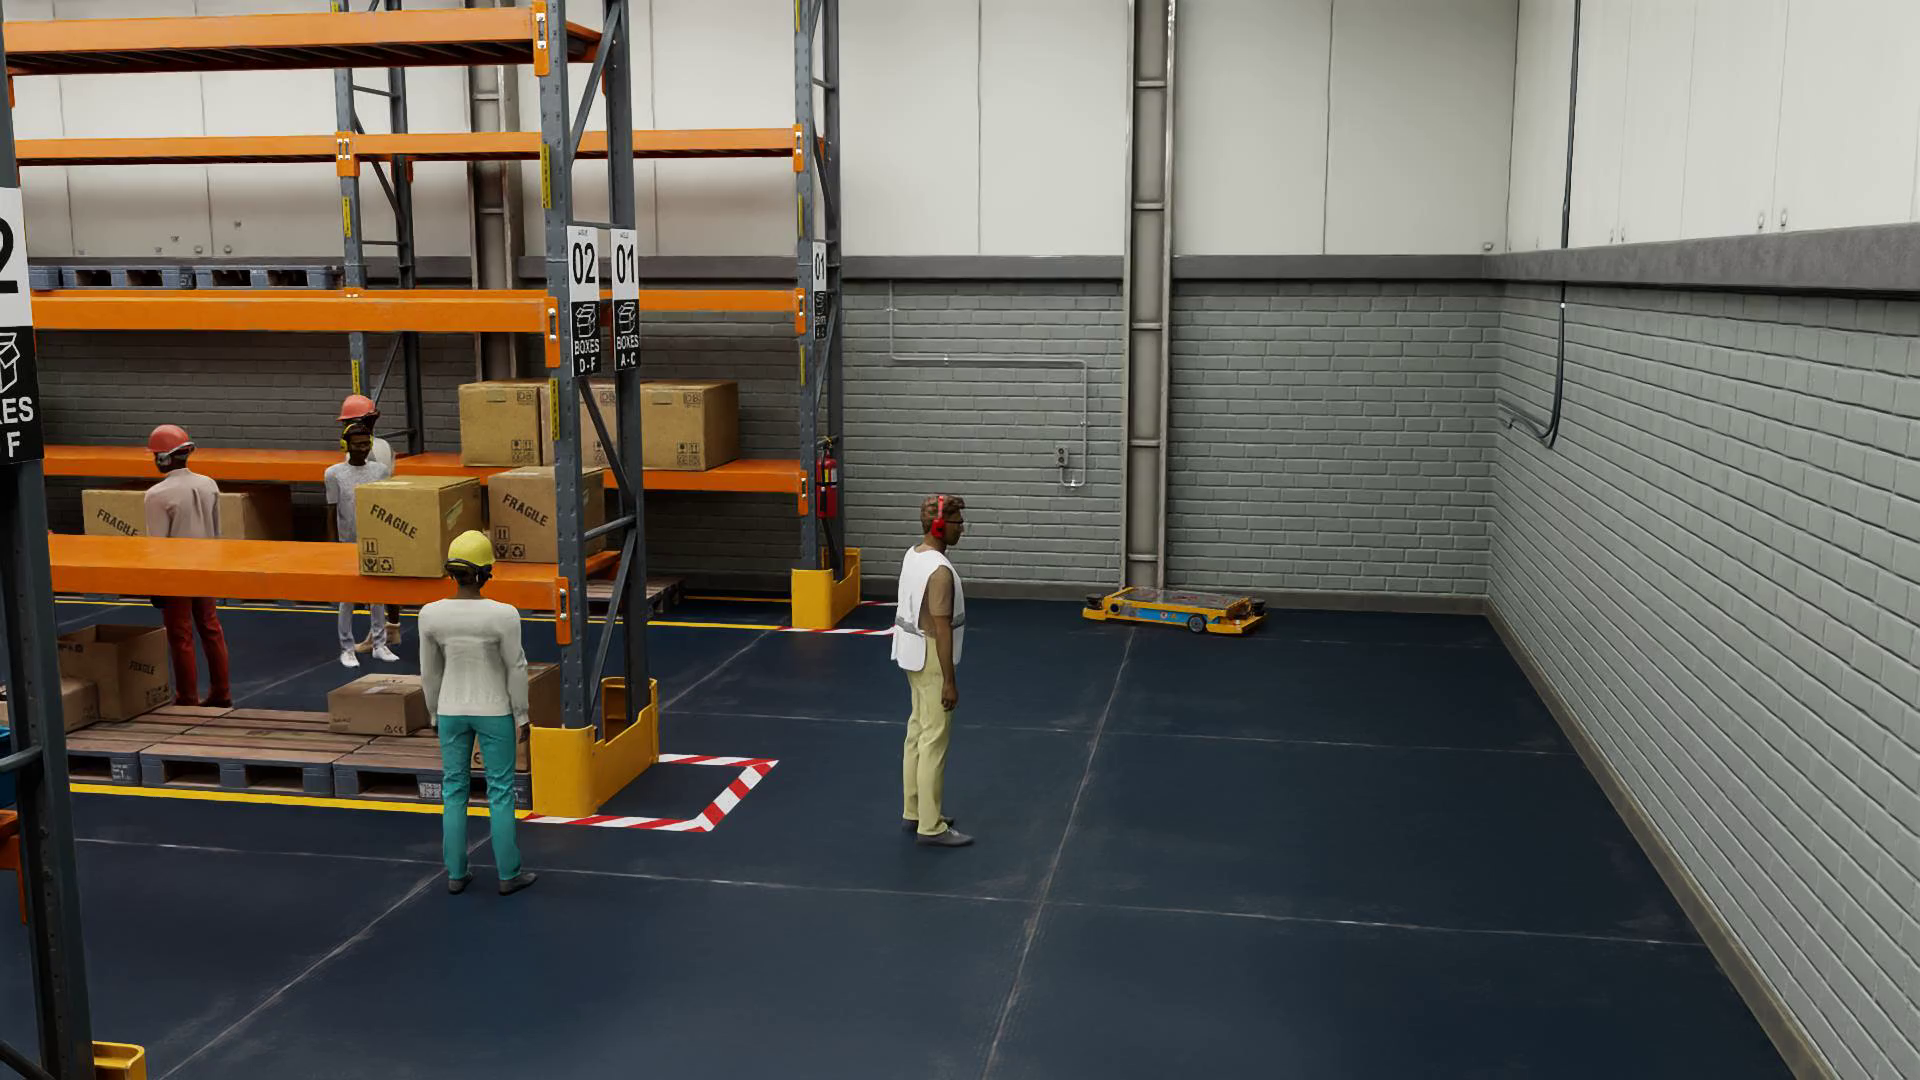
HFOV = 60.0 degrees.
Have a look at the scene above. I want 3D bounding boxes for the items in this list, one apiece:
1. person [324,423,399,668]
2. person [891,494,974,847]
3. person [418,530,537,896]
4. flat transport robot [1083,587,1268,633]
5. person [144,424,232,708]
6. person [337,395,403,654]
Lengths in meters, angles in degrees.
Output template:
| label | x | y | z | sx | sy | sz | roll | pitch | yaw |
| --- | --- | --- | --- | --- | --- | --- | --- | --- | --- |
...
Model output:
| label | x | y | z | sx | sy | sz | roll | pitch | yaw |
| --- | --- | --- | --- | --- | --- | --- | --- | --- | --- |
| person | -4.545 | 0.035 | 12.627 | 0.506 | 1.861 | 0.317 | -8 | 12 | -40 |
| person | -0.158 | 0.675 | 8.707 | 0.374 | 1.840 | 0.571 | -3 | 10 | -17 |
| person | -2.311 | 0.833 | 7.971 | 0.522 | 1.769 | 0.310 | 1 | 9 | 6 |
| flat transport robot | 1.829 | 0.581 | 14.157 | 1.431 | 0.197 | 0.652 | 5 | 10 | 28 |
| person | -5.172 | 0.221 | 11.087 | 0.402 | 1.985 | 0.618 | 3 | 10 | 18 |
| person | -4.658 | -0.122 | 13.070 | 0.401 | 2.035 | 0.603 | 1 | 9 | 5 |
